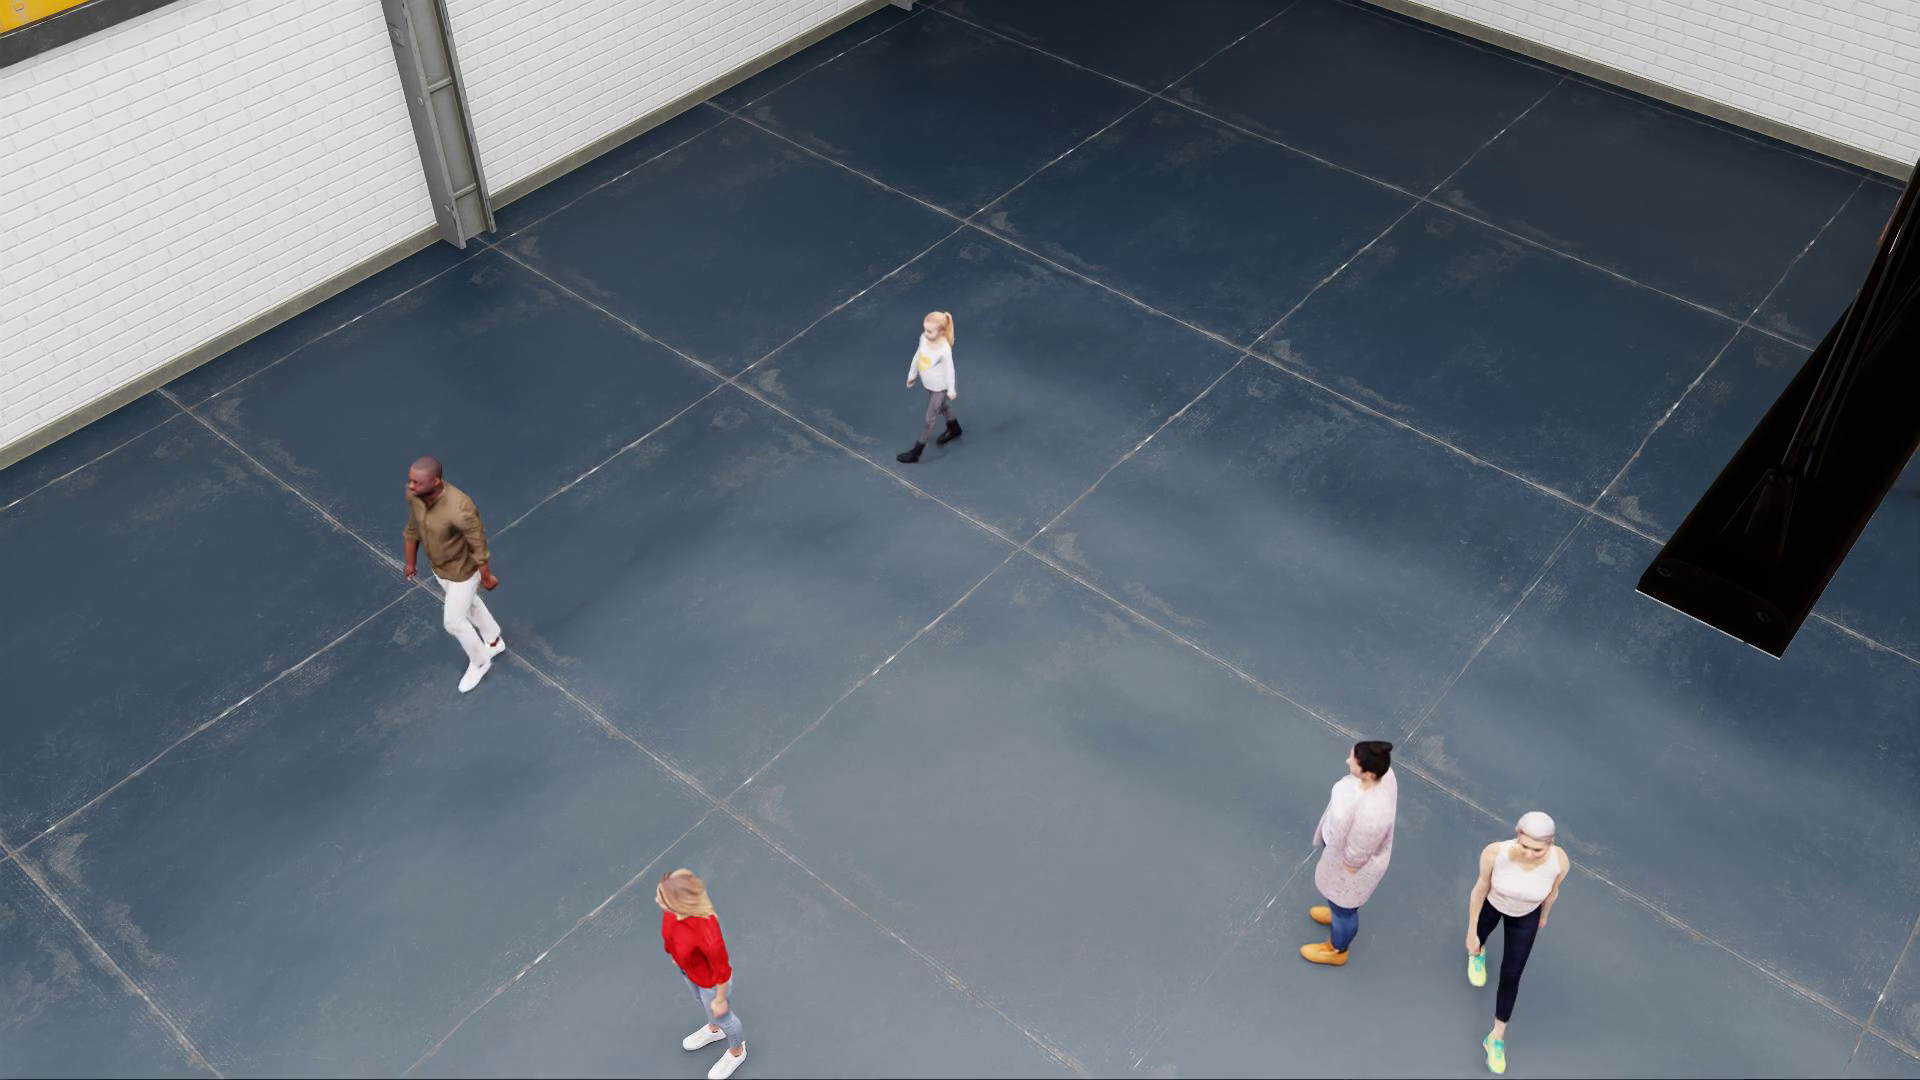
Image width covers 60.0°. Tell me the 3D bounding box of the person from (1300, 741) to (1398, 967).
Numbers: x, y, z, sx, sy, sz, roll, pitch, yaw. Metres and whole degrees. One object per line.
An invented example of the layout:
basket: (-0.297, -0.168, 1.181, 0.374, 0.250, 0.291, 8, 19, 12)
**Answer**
person: (2.150, 1.668, 8.985, 0.839, 1.744, 0.720, 11, 45, 11)

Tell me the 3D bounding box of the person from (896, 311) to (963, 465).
person: (-0.124, -1.183, 12.335, 0.917, 1.252, 0.659, -23, 48, -23)

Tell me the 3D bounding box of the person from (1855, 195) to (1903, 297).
person: (7.747, -2.477, 13.652, 0.540, 1.308, 0.563, 11, 45, 12)

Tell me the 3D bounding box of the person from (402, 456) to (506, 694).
person: (-3.144, 0.125, 10.559, 0.722, 1.807, 0.689, 31, 52, 29)

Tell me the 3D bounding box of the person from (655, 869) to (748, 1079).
person: (-1.305, 2.190, 8.466, 0.567, 1.705, 0.659, -29, 51, -27)

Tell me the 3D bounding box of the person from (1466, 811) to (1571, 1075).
person: (2.877, 1.884, 8.814, 0.939, 1.667, 1.169, 9, 44, 9)
